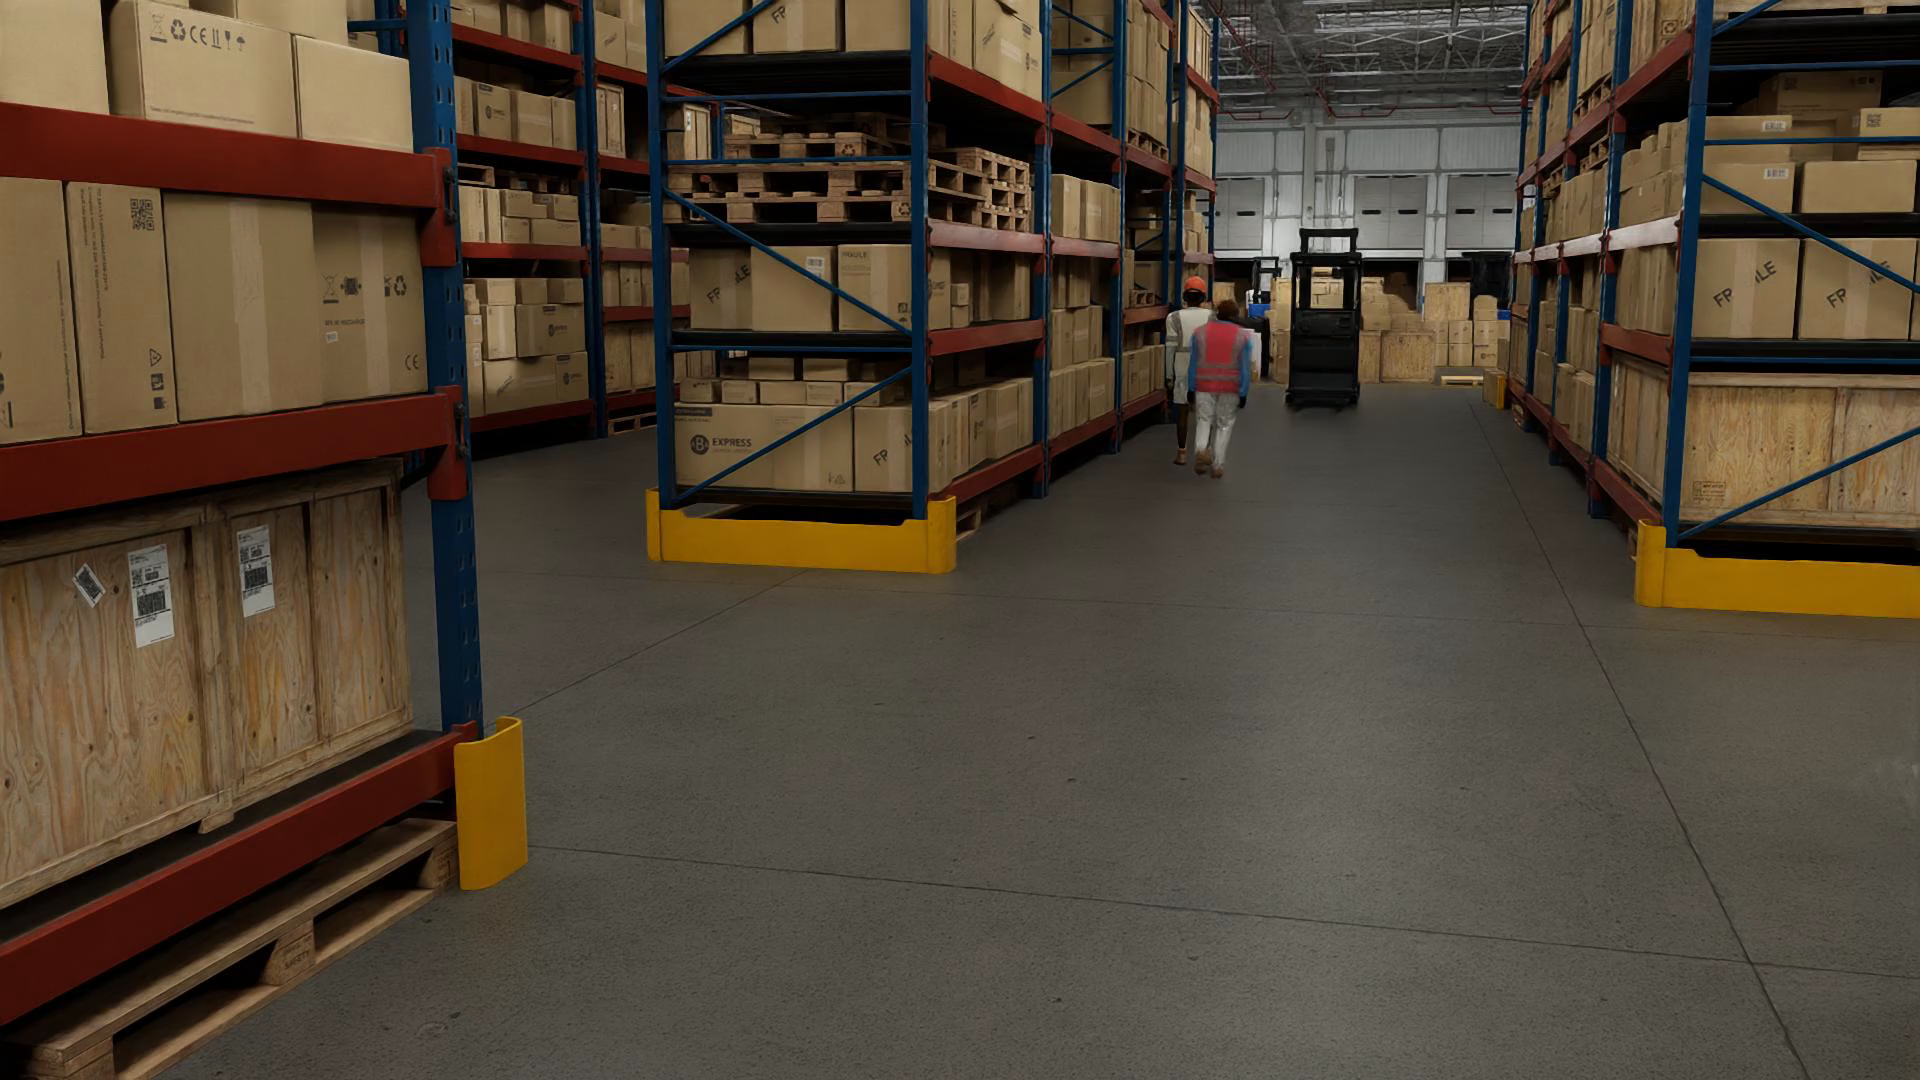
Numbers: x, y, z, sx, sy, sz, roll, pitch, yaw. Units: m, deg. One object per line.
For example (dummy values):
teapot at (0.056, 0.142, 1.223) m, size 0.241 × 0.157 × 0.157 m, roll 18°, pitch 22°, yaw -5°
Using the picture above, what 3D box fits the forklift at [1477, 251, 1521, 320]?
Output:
forklift at (15.878, -7.202, 49.529) m, size 1.129 × 2.768 × 1.873 m, roll -2°, pitch 9°, yaw -11°

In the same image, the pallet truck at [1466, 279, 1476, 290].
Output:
pallet truck at (18.896, -8.459, 60.307) m, size 1.885 × 1.965 × 0.823 m, roll 5°, pitch 10°, yaw 31°

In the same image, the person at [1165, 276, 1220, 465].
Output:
person at (2.514, -1.821, 17.992) m, size 0.609 × 2.044 × 0.397 m, roll 1°, pitch 9°, yaw 5°

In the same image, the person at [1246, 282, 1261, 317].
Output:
person at (10.942, -8.662, 61.979) m, size 0.576 × 1.881 × 0.339 m, roll 3°, pitch 10°, yaw 20°

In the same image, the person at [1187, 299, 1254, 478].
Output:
person at (2.626, -1.511, 16.787) m, size 0.667 × 1.813 × 0.511 m, roll 3°, pitch 9°, yaw 17°

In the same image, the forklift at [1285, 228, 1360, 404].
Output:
forklift at (5.957, -3.660, 27.028) m, size 1.129 × 2.768 × 1.873 m, roll 2°, pitch 9°, yaw 15°

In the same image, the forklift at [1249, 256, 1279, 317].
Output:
forklift at (11.321, -9.114, 61.676) m, size 1.129 × 2.768 × 1.873 m, roll 2°, pitch 9°, yaw 15°
